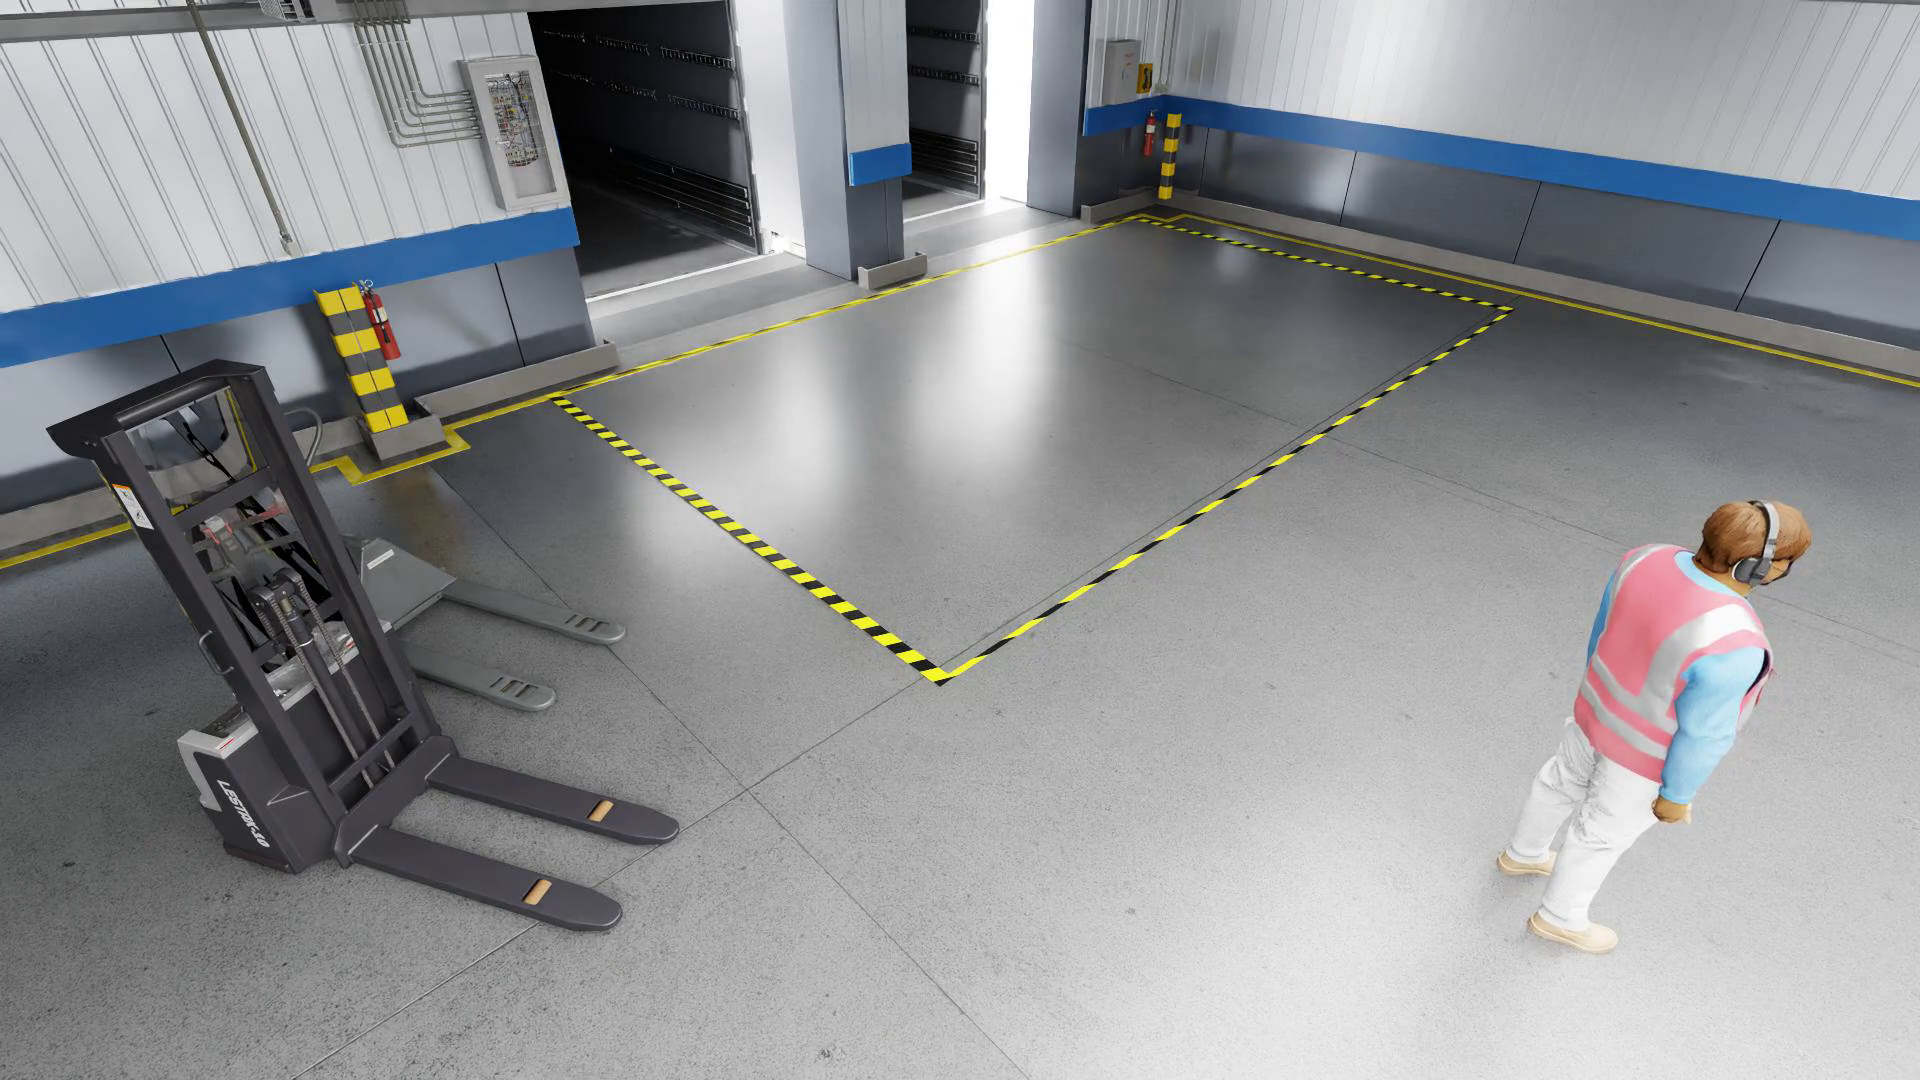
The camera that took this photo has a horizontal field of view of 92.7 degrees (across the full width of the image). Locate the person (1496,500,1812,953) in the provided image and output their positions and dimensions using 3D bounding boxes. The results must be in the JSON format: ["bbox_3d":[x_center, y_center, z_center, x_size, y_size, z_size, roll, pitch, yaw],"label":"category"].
[{"bbox_3d":[2.329,0.663,3.136,0.430,1.845,0.620,3,34,5],"label":"person"}]

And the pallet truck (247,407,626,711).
[{"bbox_3d":[-2.628,0.038,4.590,1.601,1.201,0.680,12,36,18],"label":"pallet truck"}]

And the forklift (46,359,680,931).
[{"bbox_3d":[-2.135,0.422,3.354,1.885,1.965,0.823,10,35,14],"label":"forklift"}]
